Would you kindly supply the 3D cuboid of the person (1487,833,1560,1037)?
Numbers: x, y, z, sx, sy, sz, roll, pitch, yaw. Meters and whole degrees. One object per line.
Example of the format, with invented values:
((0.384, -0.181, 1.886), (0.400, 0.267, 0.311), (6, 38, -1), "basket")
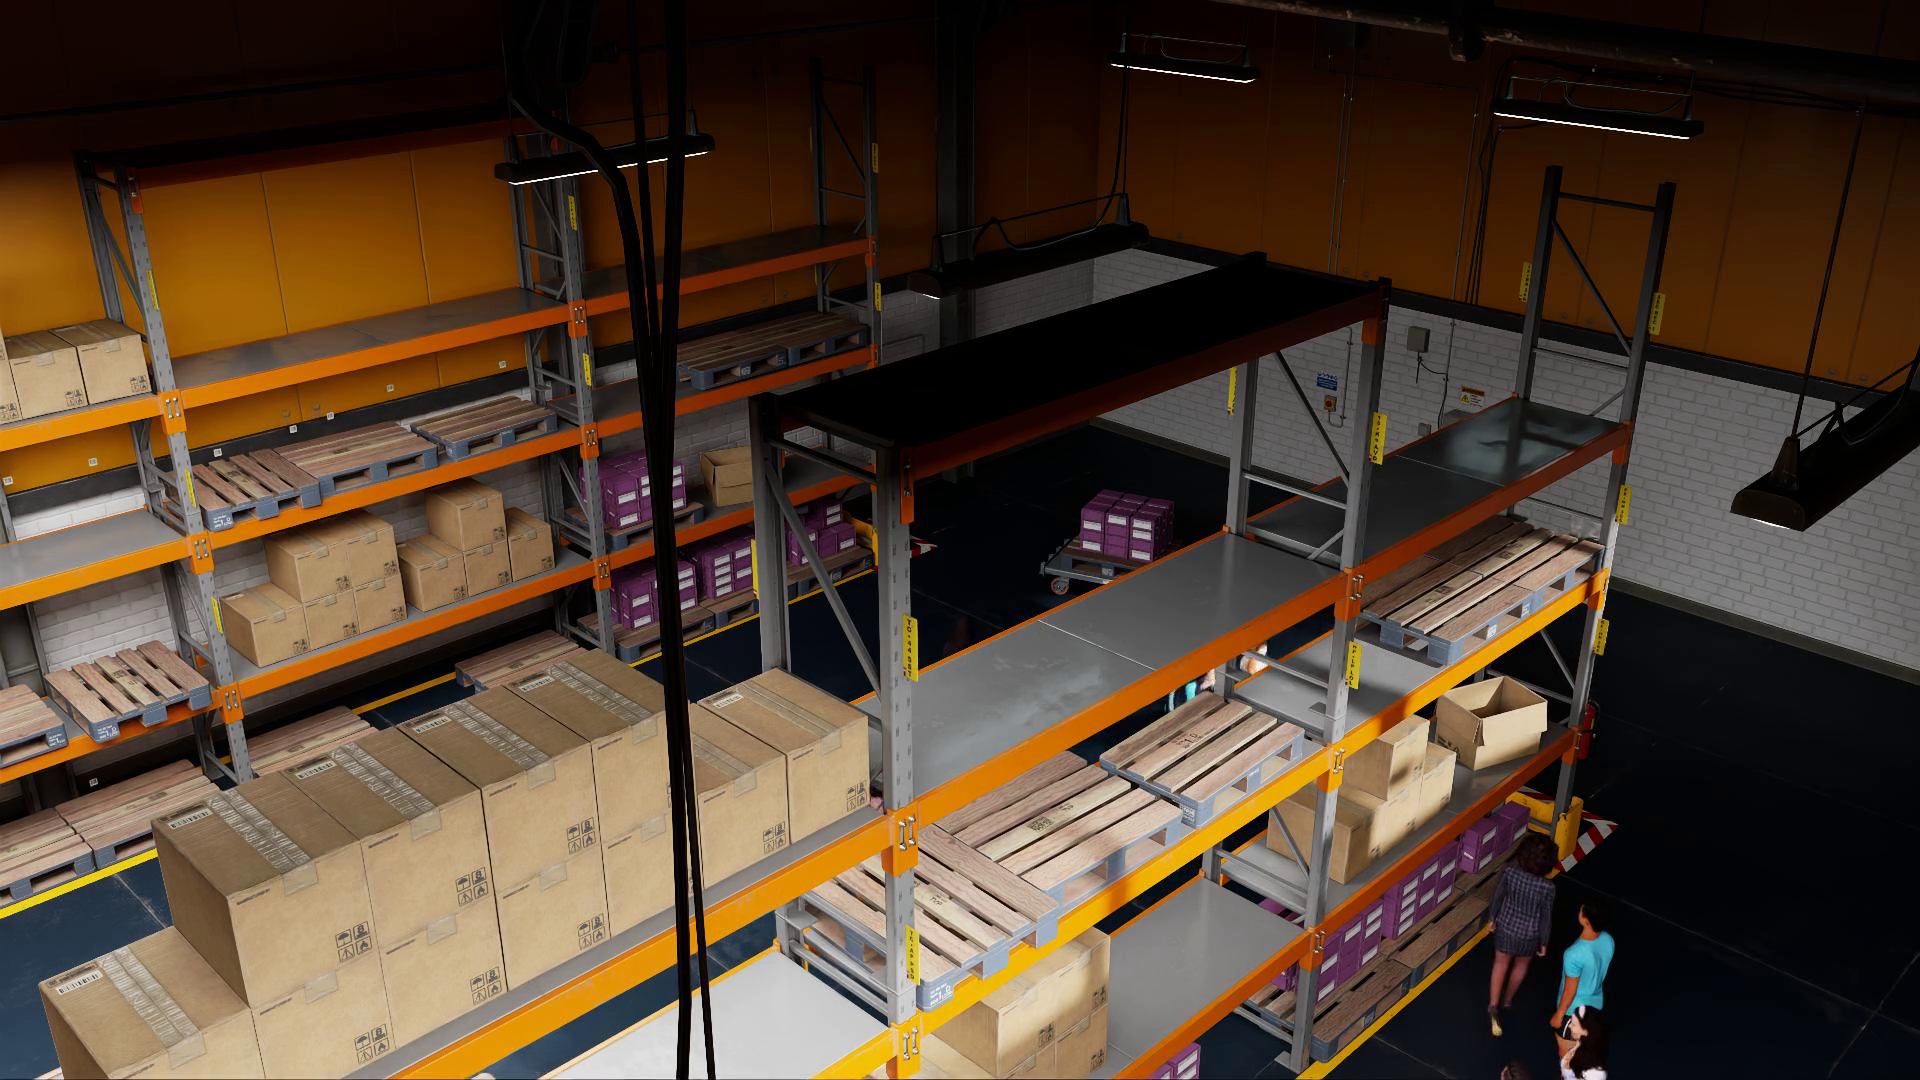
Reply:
((4.160, 2.992, 12.434), (0.739, 1.678, 0.969), (14, 27, 29), "person")

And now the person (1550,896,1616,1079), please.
((4.361, 3.271, 11.675), (0.508, 1.775, 0.705), (-16, 28, -32), "person")

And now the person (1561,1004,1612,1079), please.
((3.991, 3.760, 10.543), (1.002, 1.786, 0.975), (3, 24, 6), "person")

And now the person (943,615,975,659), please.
((0.024, 1.534, 15.660), (0.637, 1.766, 0.635), (15, 28, 30), "person")
